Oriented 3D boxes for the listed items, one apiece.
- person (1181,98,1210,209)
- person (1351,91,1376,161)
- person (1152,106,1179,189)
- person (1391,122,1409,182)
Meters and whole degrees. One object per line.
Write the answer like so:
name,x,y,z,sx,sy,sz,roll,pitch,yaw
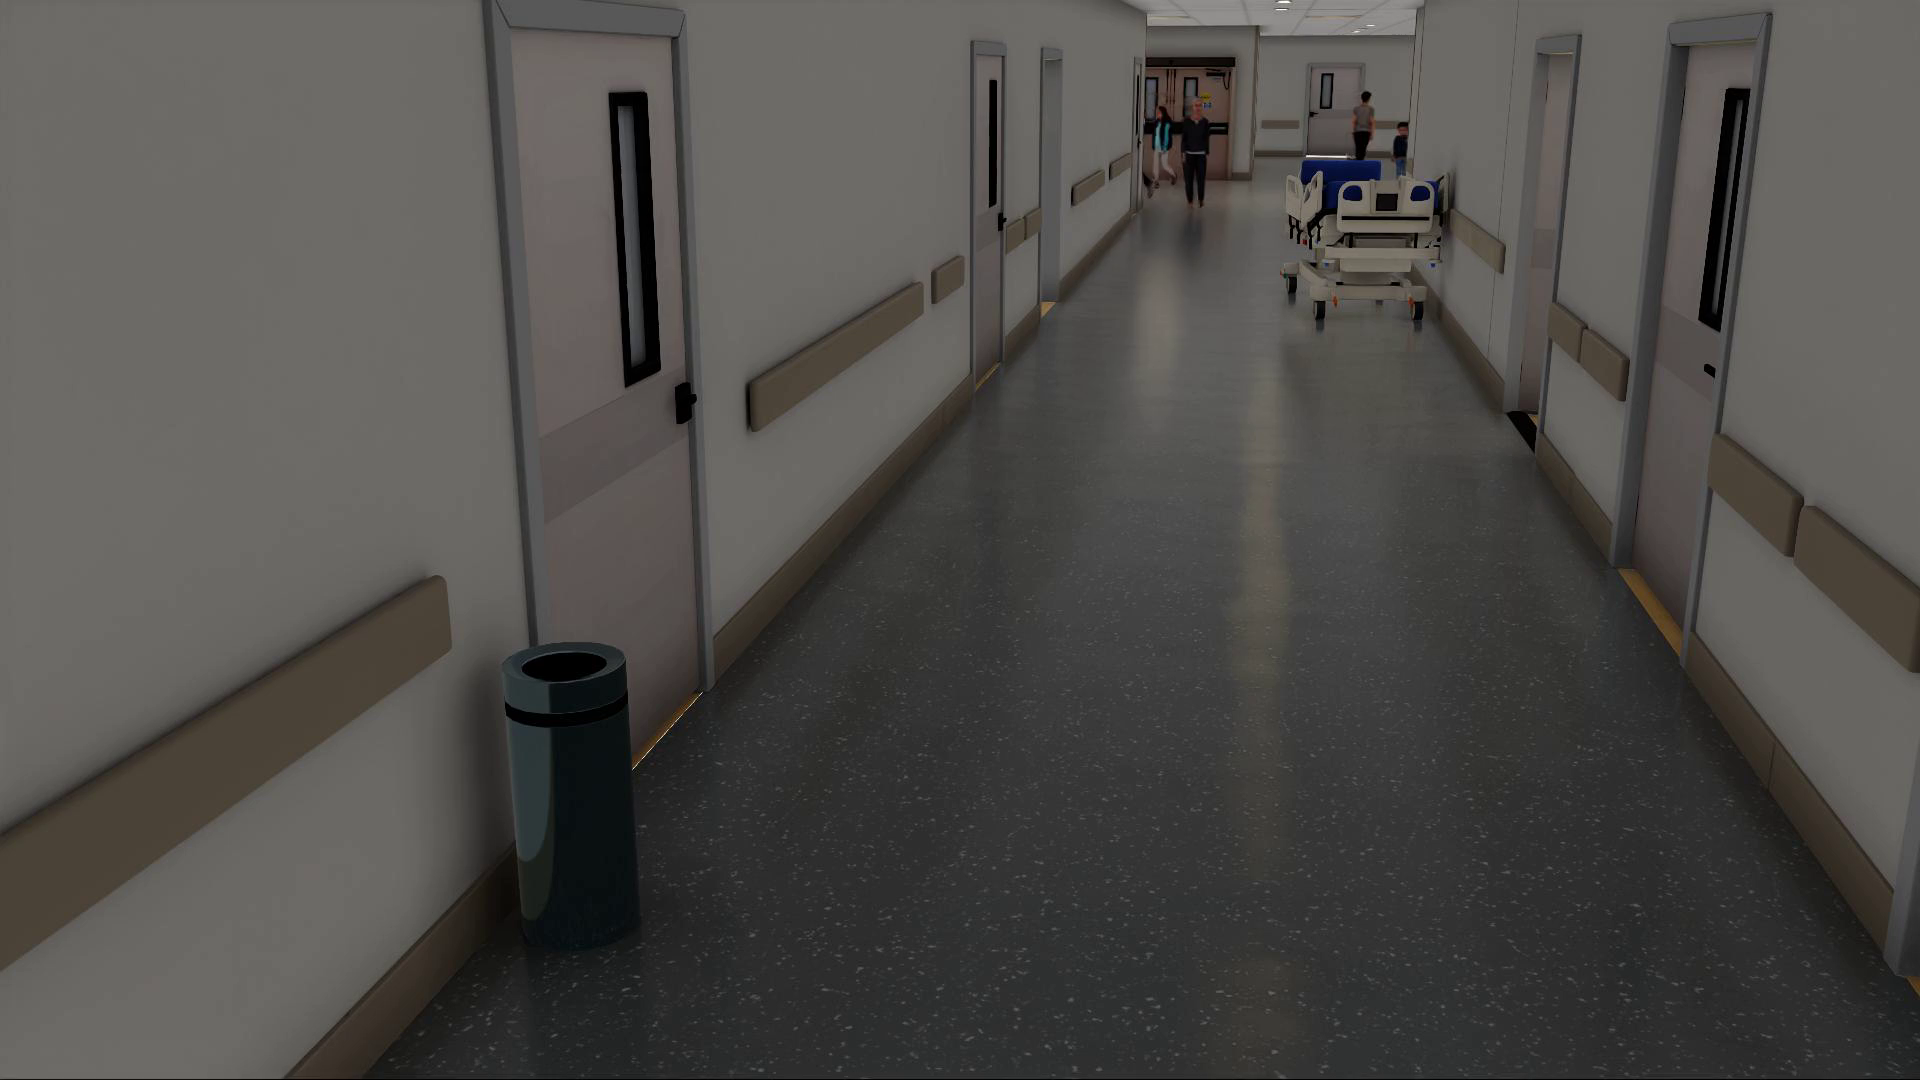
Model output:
person,3.679,-6.066,26.202,0.979,1.688,0.703,2,16,7
person,8.532,-8.619,35.289,1.121,1.672,0.888,8,17,25
person,3.821,-7.312,31.001,0.947,1.482,0.872,-9,18,-30
person,8.216,-7.136,30.873,0.520,1.213,0.638,7,17,23
